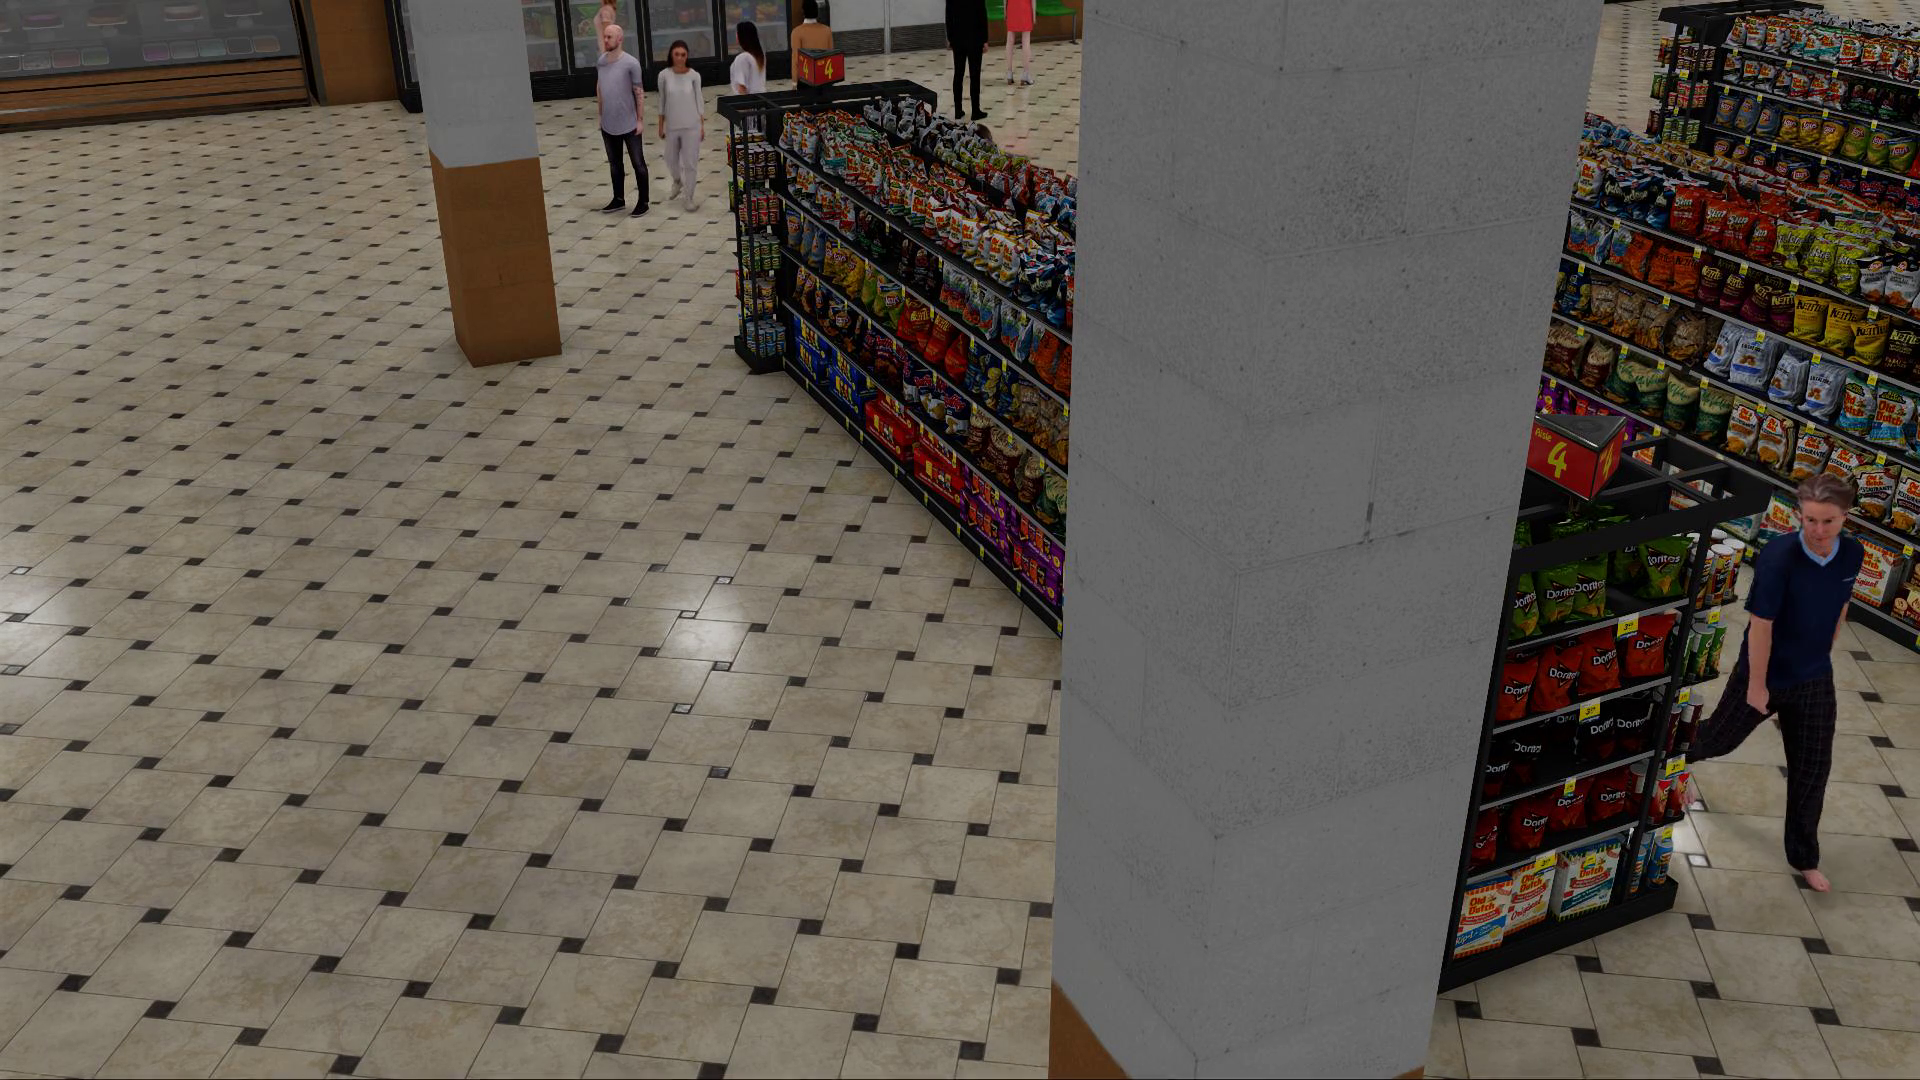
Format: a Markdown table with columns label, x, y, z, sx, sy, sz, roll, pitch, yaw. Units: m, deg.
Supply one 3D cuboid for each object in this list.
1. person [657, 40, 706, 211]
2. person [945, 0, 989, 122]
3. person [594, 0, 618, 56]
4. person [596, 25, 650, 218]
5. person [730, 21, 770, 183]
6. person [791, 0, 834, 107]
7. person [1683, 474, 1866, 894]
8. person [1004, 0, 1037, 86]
| label | x | y | z | sx | sy | sz | roll | pitch | yaw |
| --- | --- | --- | --- | --- | --- | --- | --- | --- | --- |
| person | -2.762 | -4.129 | 16.538 | 0.798 | 1.667 | 0.927 | 1 | 27 | 3 |
| person | 0.086 | -6.043 | 20.061 | 0.772 | 1.894 | 0.847 | 11 | 29 | 21 |
| person | -4.001 | -5.547 | 19.155 | 0.700 | 1.829 | 0.568 | 0 | 27 | 0 |
| person | -3.322 | -4.119 | 16.330 | 0.741 | 1.837 | 0.826 | 12 | 29 | 23 |
| person | -2.169 | -4.561 | 17.374 | 0.839 | 1.680 | 0.780 | 9 | 28 | 18 |
| person | -1.595 | -5.005 | 18.168 | 0.641 | 1.754 | 0.575 | -13 | 29 | -23 |
| person | 3.460 | 0.535 | 7.171 | 0.880 | 1.821 | 1.249 | -5 | 27 | -10 |
| person | 0.777 | -6.933 | 21.889 | 0.646 | 1.828 | 0.731 | 13 | 30 | 23 |
